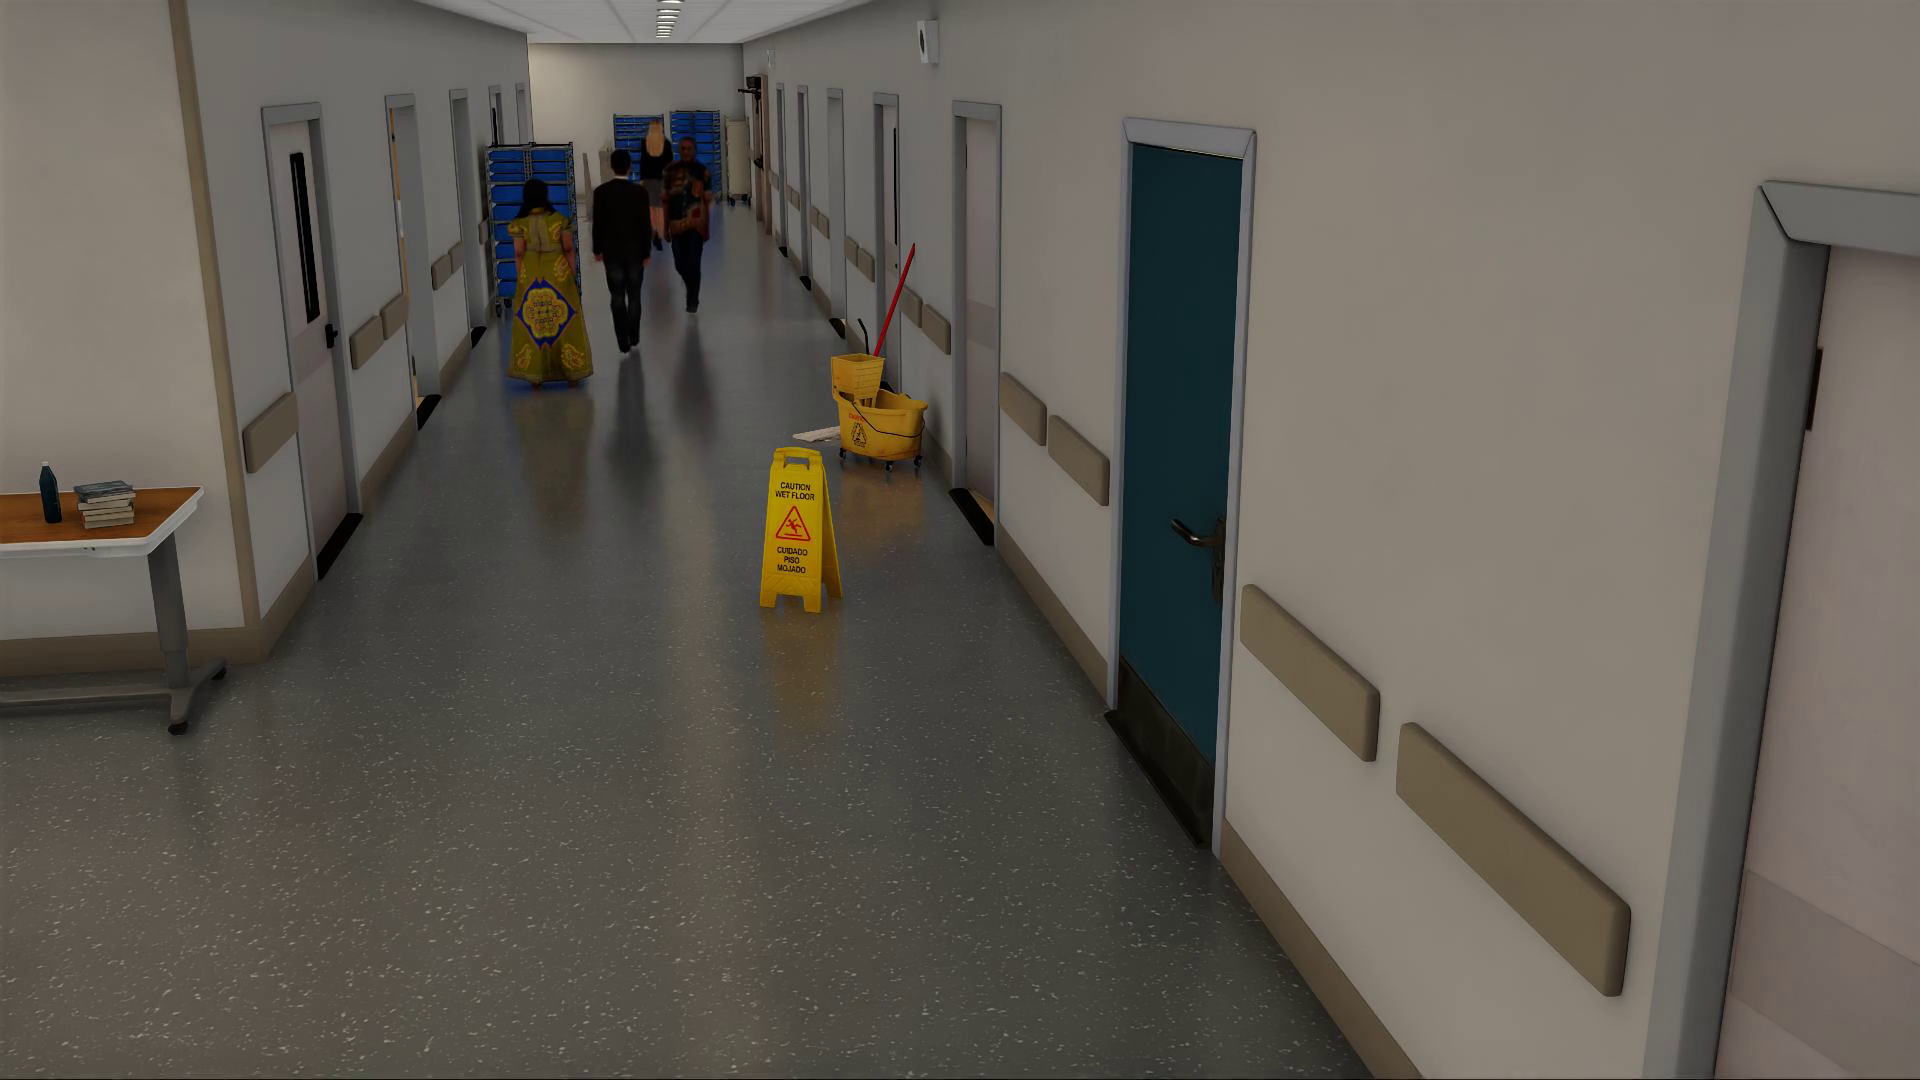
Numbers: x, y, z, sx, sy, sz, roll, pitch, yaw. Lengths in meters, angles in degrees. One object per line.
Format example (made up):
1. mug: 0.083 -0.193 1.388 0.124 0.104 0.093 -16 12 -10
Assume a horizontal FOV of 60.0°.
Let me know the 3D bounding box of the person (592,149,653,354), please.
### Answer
1. person: -3.028 -2.572 14.929 0.700 1.779 1.061 -2 16 -9

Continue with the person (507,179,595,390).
1. person: -3.316 -2.050 13.303 0.853 1.658 0.768 -4 16 -14

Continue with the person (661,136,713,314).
1. person: -2.847 -3.291 17.393 0.786 1.787 1.116 -1 16 -2

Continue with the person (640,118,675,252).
1. person: -4.251 -4.963 23.327 0.673 1.824 0.702 -2 16 -5
